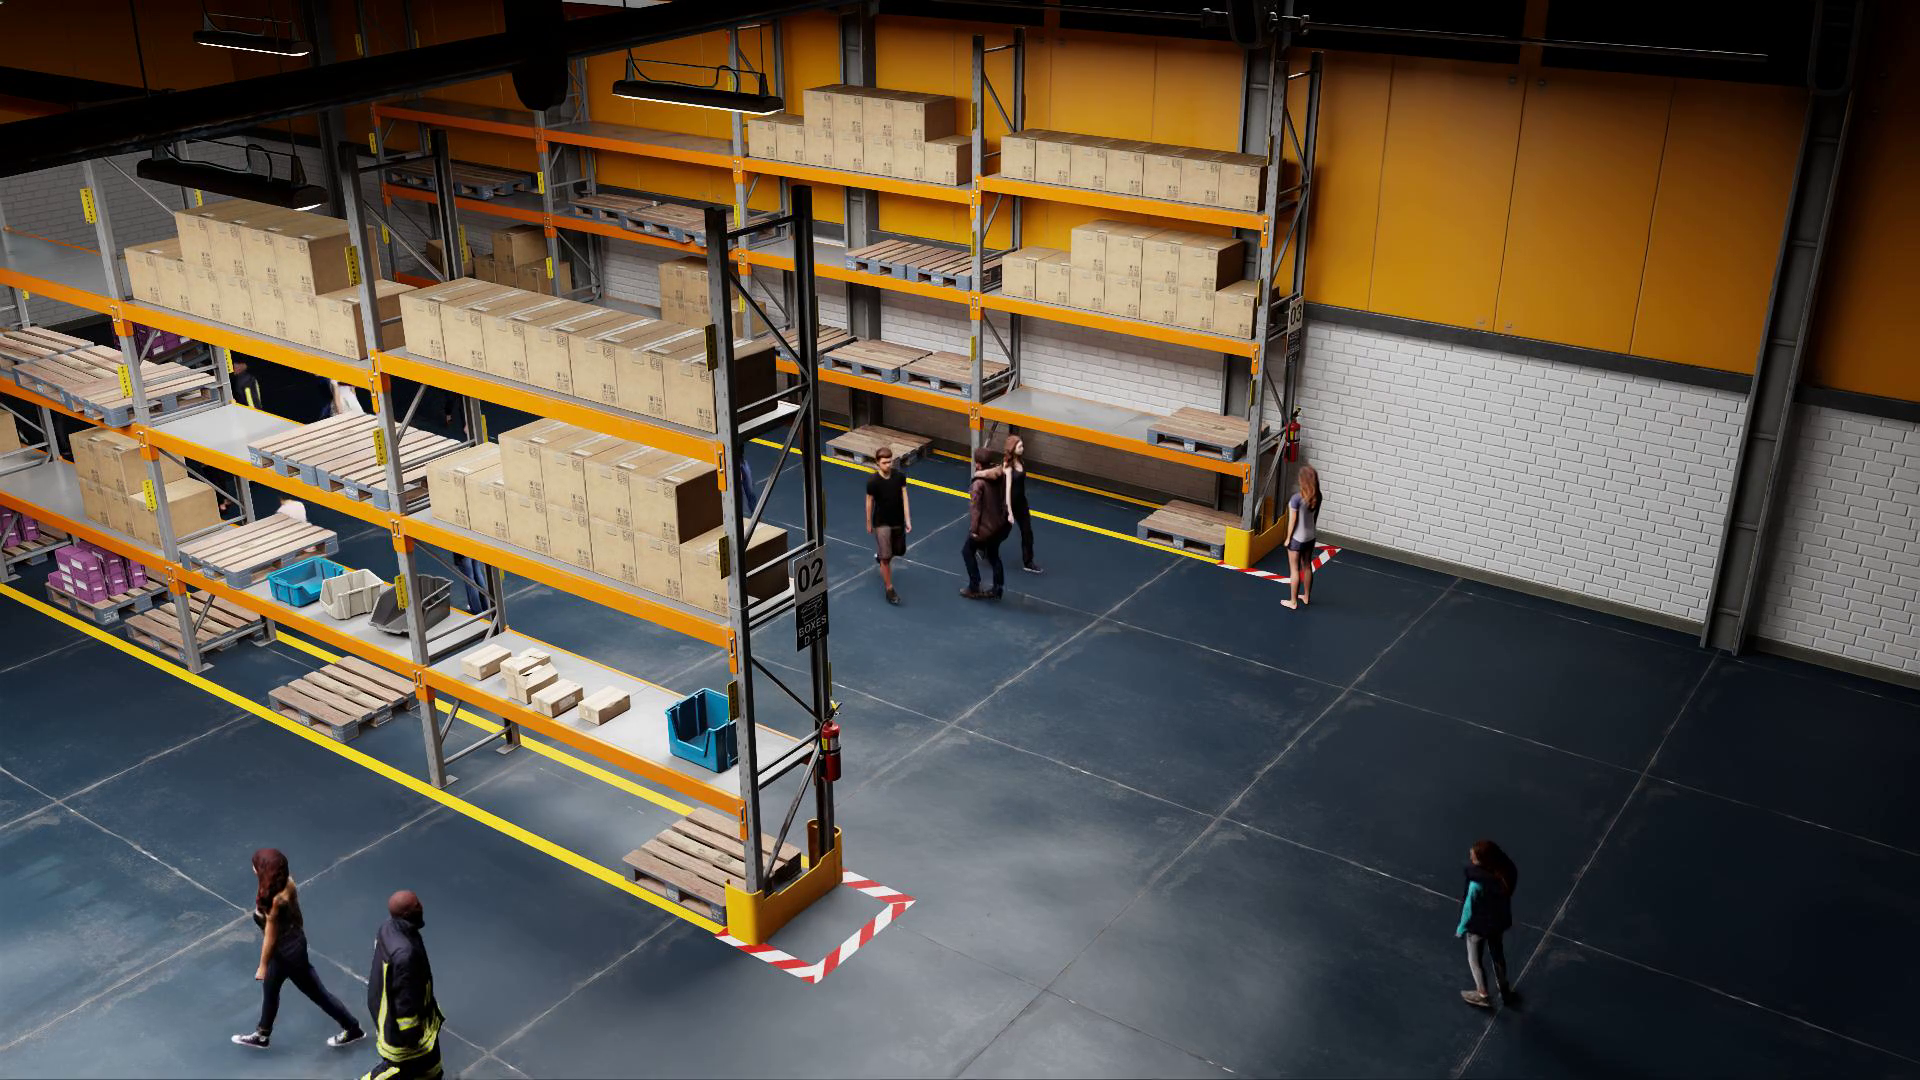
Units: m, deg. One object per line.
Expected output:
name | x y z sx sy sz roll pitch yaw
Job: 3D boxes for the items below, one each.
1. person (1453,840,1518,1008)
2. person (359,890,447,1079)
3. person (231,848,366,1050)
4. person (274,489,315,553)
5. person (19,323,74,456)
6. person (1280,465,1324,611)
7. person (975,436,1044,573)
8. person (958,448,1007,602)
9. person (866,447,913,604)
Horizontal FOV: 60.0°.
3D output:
person | 4.032 2.907 12.617 0.814 1.470 0.771 -7 25 -16
person | -3.934 3.244 11.448 1.145 1.788 1.190 -11 26 -23
person | -4.756 3.016 12.061 1.198 1.716 1.143 -4 24 -9
person | -7.381 0.163 18.679 1.096 1.643 0.645 13 27 27
person | -13.025 -2.117 23.523 1.086 1.940 1.058 -5 24 -12
person | 3.925 -0.041 19.030 0.665 1.734 0.659 -15 28 -31
person | 0.541 -0.432 19.956 1.145 1.711 0.651 14 27 29
person | 0.375 -0.143 19.155 0.745 1.821 0.776 18 30 36
person | -0.855 -0.238 19.347 0.973 1.842 1.168 -11 26 -23
